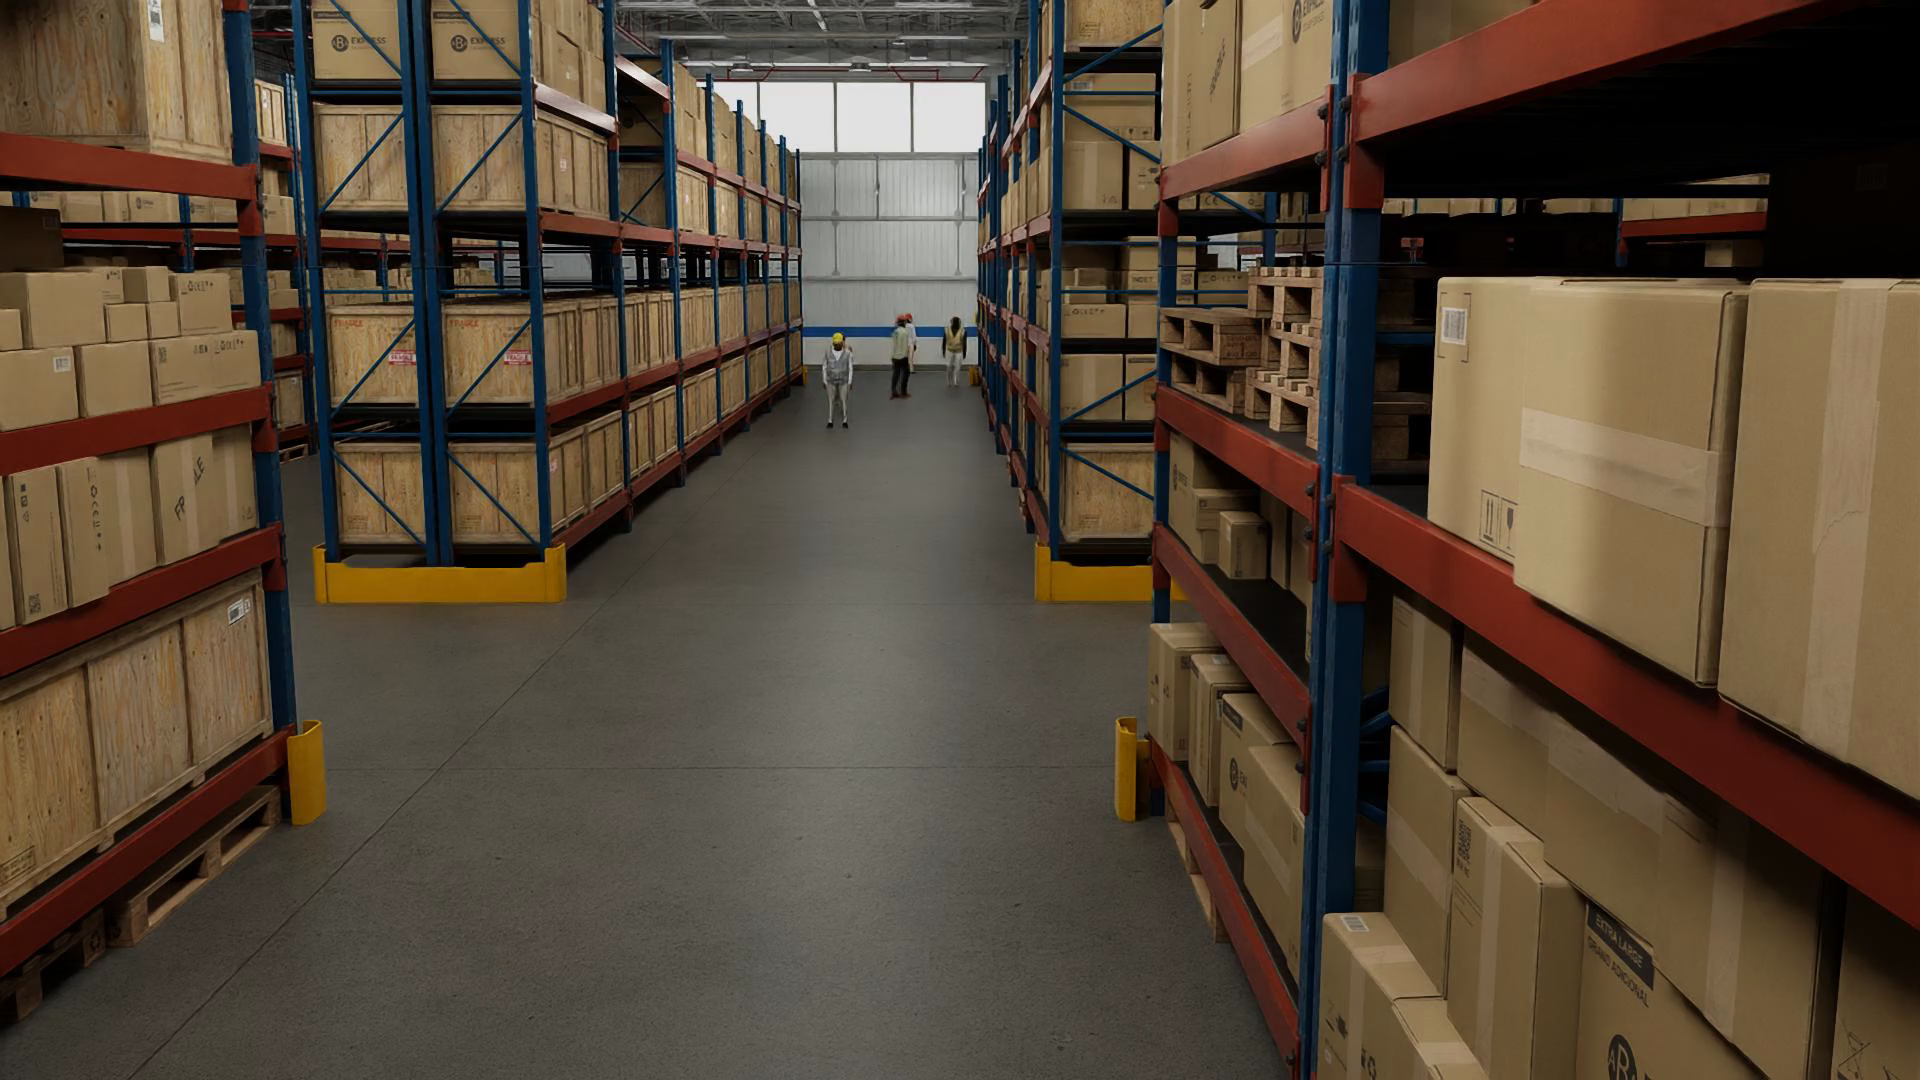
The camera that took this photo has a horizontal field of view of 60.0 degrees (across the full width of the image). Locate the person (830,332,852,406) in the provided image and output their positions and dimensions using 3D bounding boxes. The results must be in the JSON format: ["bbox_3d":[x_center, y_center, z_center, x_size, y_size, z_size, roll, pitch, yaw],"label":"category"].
[{"bbox_3d":[-2.635,-3.785,36.865,0.522,1.636,0.310,0,9,3],"label":"person"}]

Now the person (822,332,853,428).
[{"bbox_3d":[-2.329,-3.036,31.665,0.590,1.836,0.404,0,9,-2],"label":"person"}]

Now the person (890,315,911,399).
[{"bbox_3d":[-1.424,-4.284,38.961,0.635,1.945,0.637,8,13,42],"label":"person"}]

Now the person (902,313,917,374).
[{"bbox_3d":[-1.479,-5.656,47.968,0.565,1.754,0.324,7,11,35],"label":"person"}]

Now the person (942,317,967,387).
[{"bbox_3d":[-0.142,-4.826,42.733,0.633,1.808,0.790,0,9,1],"label":"person"}]
